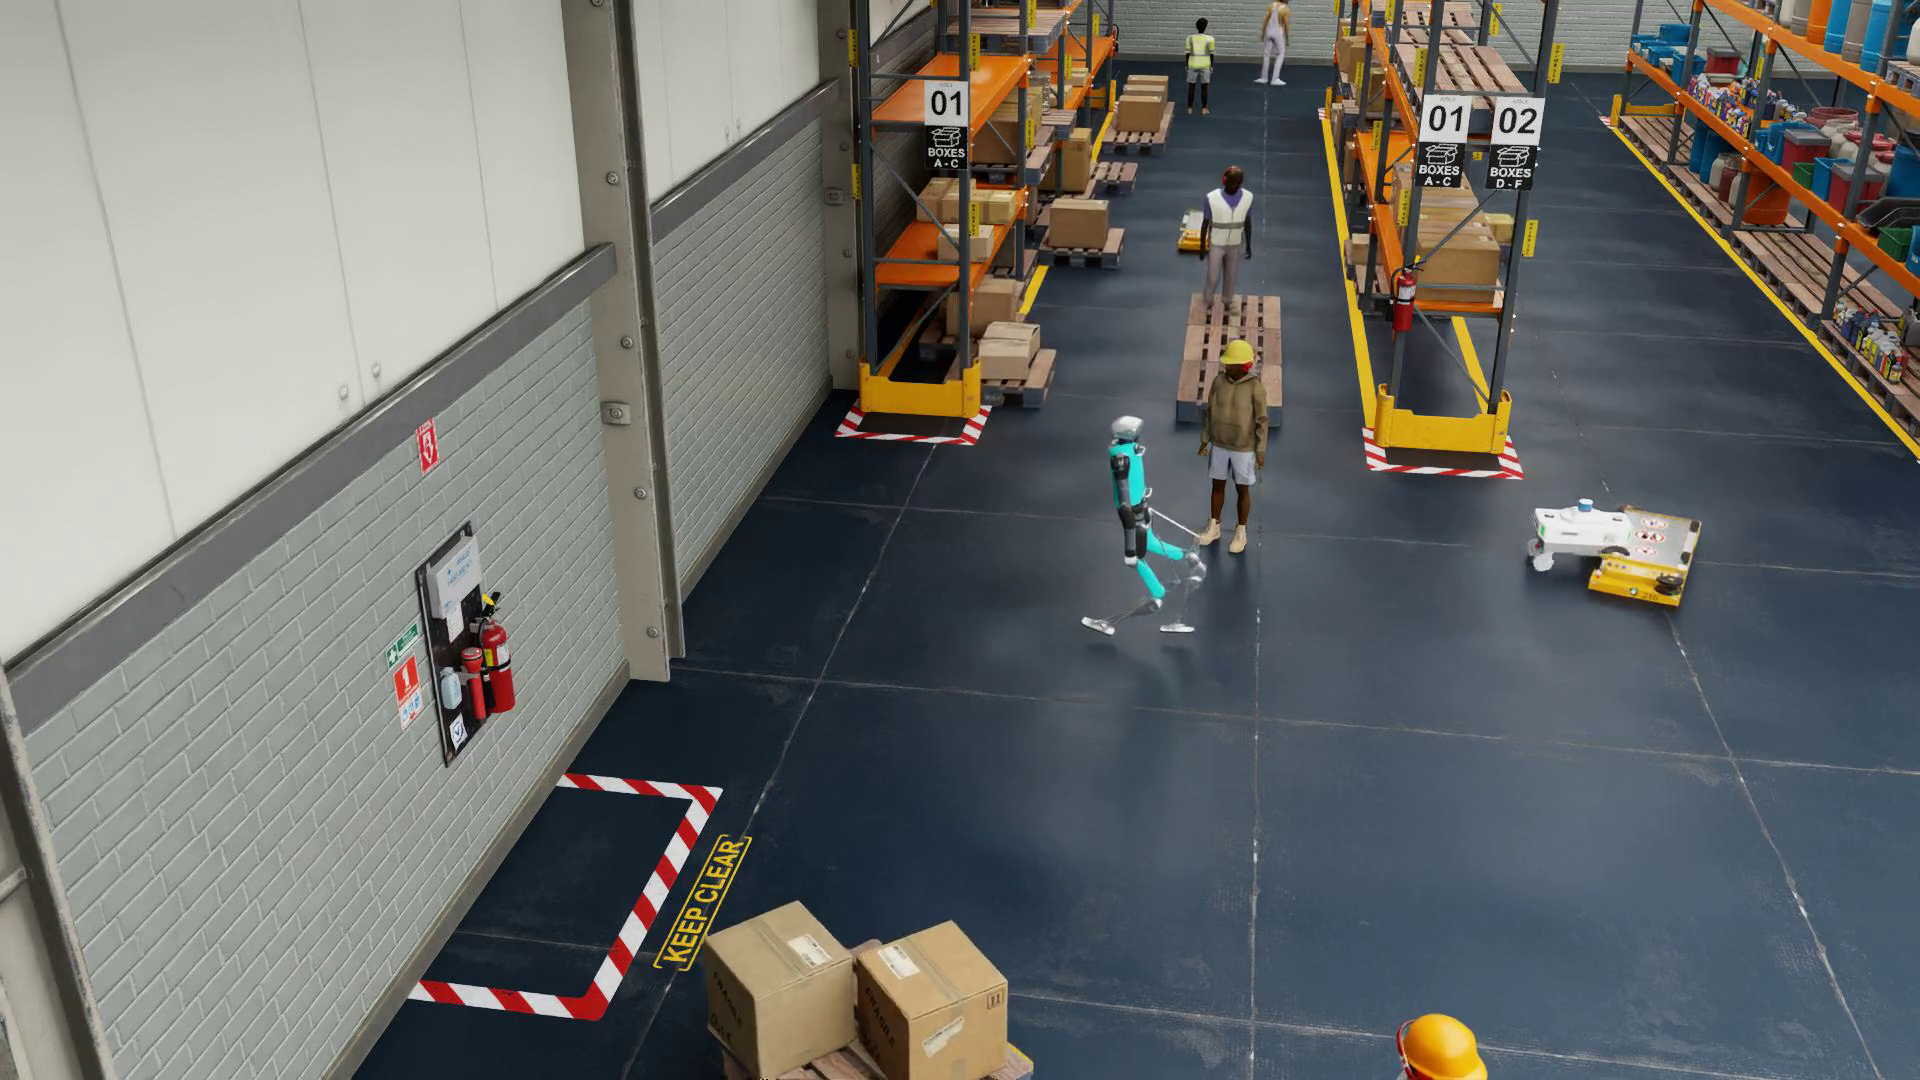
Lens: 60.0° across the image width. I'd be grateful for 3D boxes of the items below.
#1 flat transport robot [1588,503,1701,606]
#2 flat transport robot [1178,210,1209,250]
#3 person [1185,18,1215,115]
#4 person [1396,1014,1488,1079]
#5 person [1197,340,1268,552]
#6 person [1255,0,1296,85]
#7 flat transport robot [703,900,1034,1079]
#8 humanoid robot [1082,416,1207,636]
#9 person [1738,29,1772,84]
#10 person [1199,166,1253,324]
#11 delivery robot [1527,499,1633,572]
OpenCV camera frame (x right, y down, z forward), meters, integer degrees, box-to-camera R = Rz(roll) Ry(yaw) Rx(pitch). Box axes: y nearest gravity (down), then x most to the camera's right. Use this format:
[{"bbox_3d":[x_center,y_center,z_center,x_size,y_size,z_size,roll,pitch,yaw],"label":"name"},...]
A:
[{"bbox_3d":[5.427,0.102,13.140,0.659,0.231,1.431,13,28,25],"label":"flat transport robot"},{"bbox_3d":[3.289,-4.131,22.199,0.659,0.231,1.431,5,25,10],"label":"flat transport robot"},{"bbox_3d":[4.289,-8.486,29.831,0.535,1.695,0.321,7,26,14],"label":"person"},{"bbox_3d":[1.645,2.497,6.109,0.574,1.888,0.391,-23,33,-39],"label":"person"},{"bbox_3d":[2.179,-0.762,13.223,0.556,1.760,0.401,15,29,29],"label":"person"},{"bbox_3d":[6.183,-9.915,32.756,0.693,1.819,0.361,20,31,36],"label":"person"},{"bbox_3d":[-0.400,2.596,7.800,1.431,0.231,0.659,-19,31,-35],"label":"flat transport robot"},{"bbox_3d":[1.397,-0.015,11.686,1.027,1.733,0.535,6,26,12],"label":"humanoid robot"},{"bbox_3d":[15.707,-9.760,32.542,0.839,1.708,0.581,-15,29,-29],"label":"person"},{"bbox_3d":[2.969,-3.278,18.546,0.605,1.822,0.445,-8,26,-16],"label":"person"},{"bbox_3d":[4.905,-0.022,13.088,0.810,0.612,0.499,3,25,7],"label":"delivery robot"}]
